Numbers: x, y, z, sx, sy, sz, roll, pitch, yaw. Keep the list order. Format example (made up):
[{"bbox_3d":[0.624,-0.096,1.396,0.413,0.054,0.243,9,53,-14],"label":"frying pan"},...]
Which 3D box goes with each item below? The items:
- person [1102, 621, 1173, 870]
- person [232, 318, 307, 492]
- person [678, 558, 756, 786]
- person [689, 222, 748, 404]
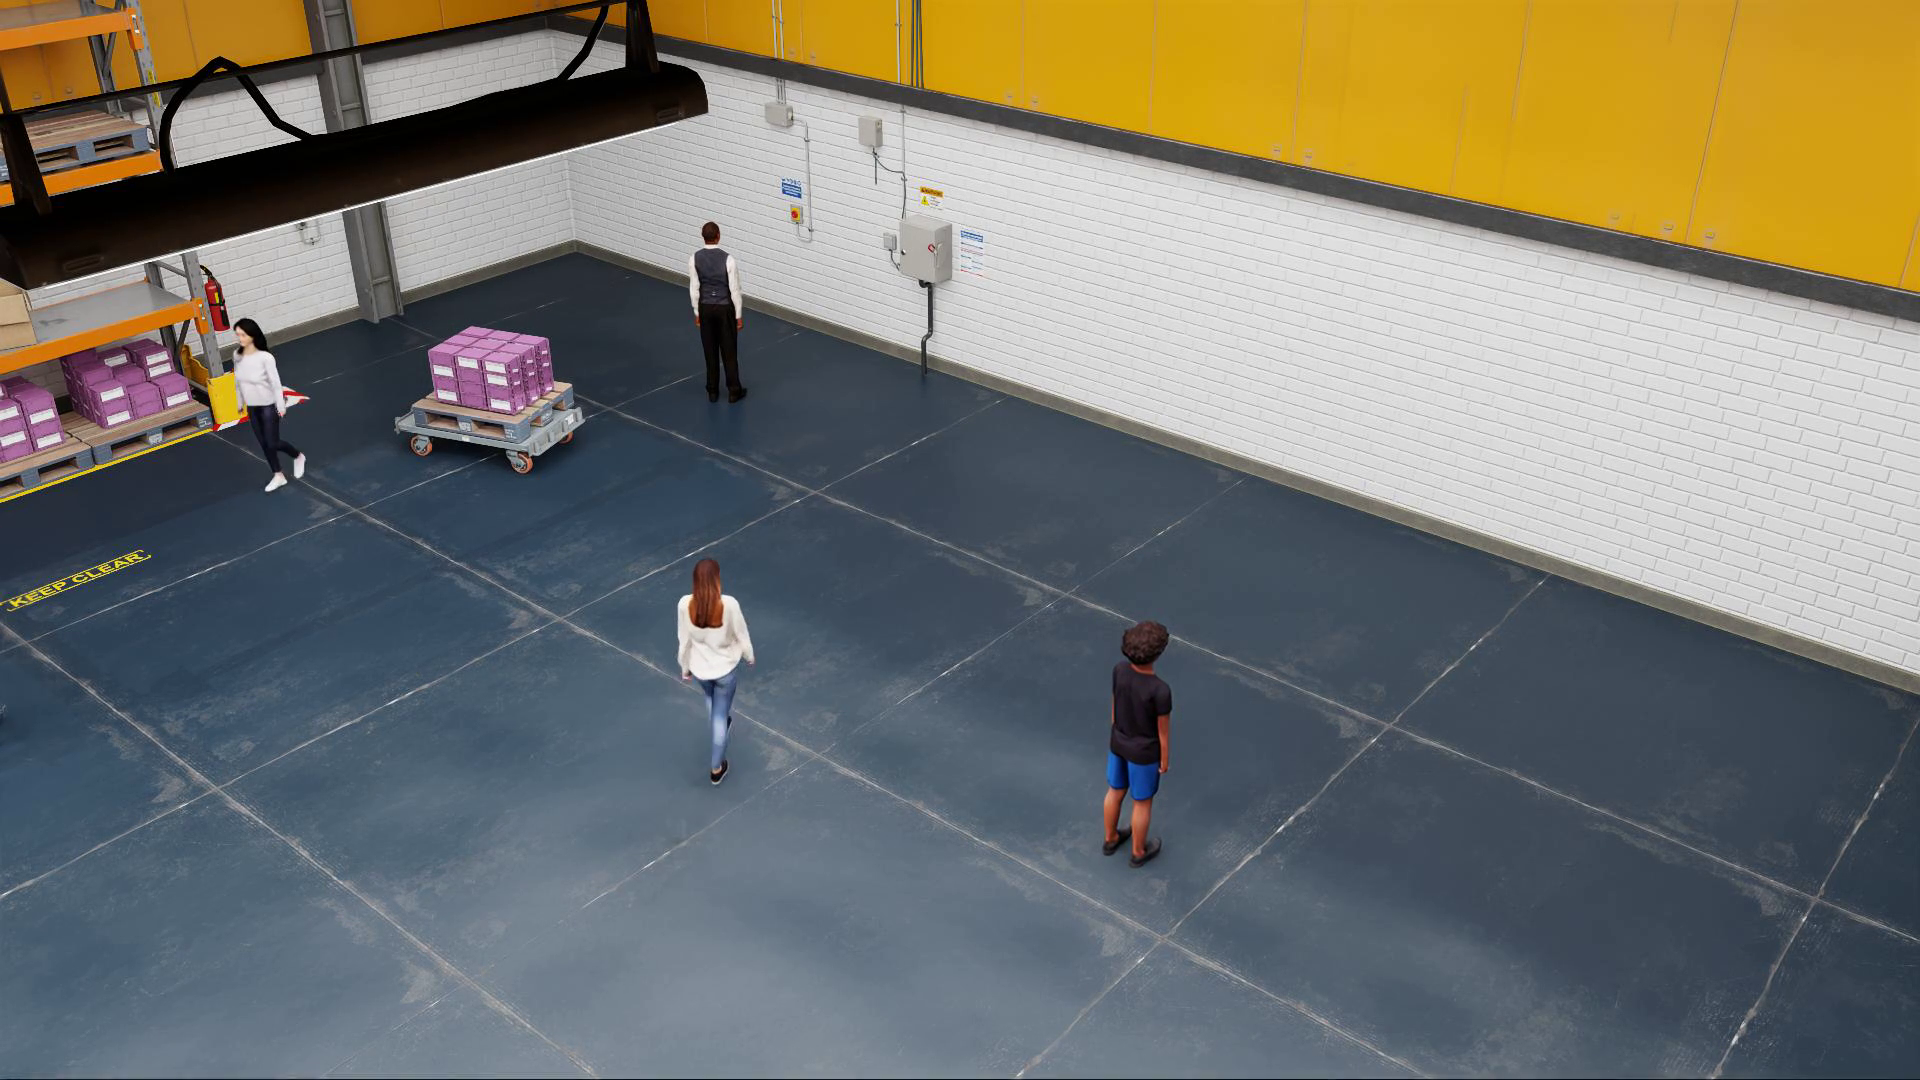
[{"bbox_3d":[1.119,1.304,10.609,0.588,1.799,0.548,23,36,35],"label":"person"},{"bbox_3d":[-6.426,-1.288,15.474,0.729,1.692,0.780,10,30,18],"label":"person"},{"bbox_3d":[-1.698,0.934,11.429,0.893,1.663,1.050,6,29,11],"label":"person"},{"bbox_3d":[-2.509,-2.352,17.187,0.782,1.919,0.786,3,29,6],"label":"person"}]
